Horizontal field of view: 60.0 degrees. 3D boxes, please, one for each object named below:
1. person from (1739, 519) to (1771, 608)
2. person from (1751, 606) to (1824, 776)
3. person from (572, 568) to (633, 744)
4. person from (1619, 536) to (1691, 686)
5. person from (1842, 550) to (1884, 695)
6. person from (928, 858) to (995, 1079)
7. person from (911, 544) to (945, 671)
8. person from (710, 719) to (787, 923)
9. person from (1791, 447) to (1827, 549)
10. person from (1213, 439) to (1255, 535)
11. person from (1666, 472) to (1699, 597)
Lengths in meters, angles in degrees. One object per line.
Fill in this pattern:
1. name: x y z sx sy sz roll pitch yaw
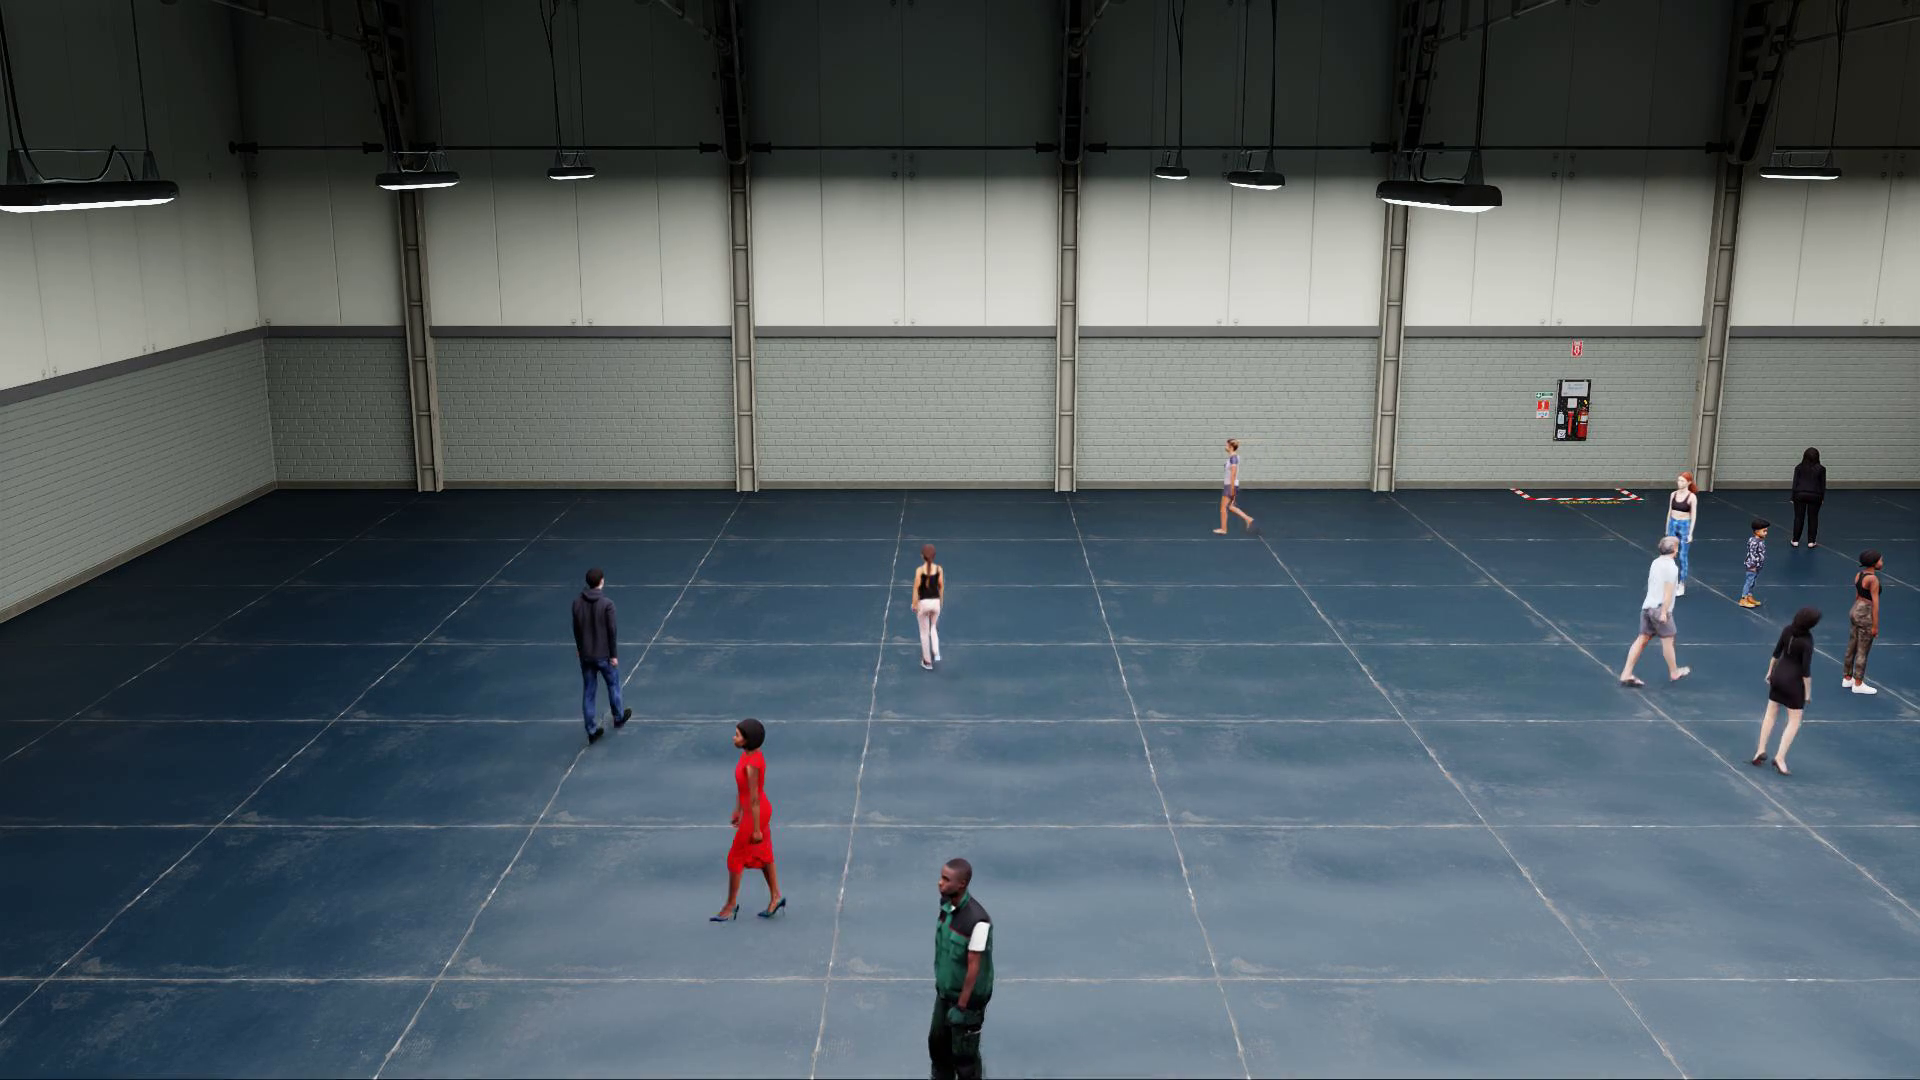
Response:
1. person: 11.088 0.316 23.218 0.562 1.250 0.632 -11 17 -38
2. person: 8.375 1.494 16.965 0.602 1.776 0.771 -6 14 -25
3. person: -3.930 1.256 17.789 0.991 1.868 0.895 3 13 13
4. person: 8.156 0.869 19.647 1.123 1.785 0.738 0 13 1
5. person: 10.617 0.937 19.538 0.522 1.700 0.564 0 13 1
6. person: 0.058 2.913 10.714 0.870 1.831 0.834 -7 15 -29
7. person: -0.355 0.826 20.343 0.612 1.553 0.686 -7 15 -27
8. person: -1.598 2.299 13.602 0.886 1.724 0.665 -2 13 -9
9. person: 13.634 -0.688 26.745 0.696 1.616 0.804 6 14 23
10. person: 4.565 -0.877 27.586 0.938 1.603 0.715 3 13 14
11. person: 10.301 -0.093 23.799 0.719 1.784 0.675 -8 15 -32
